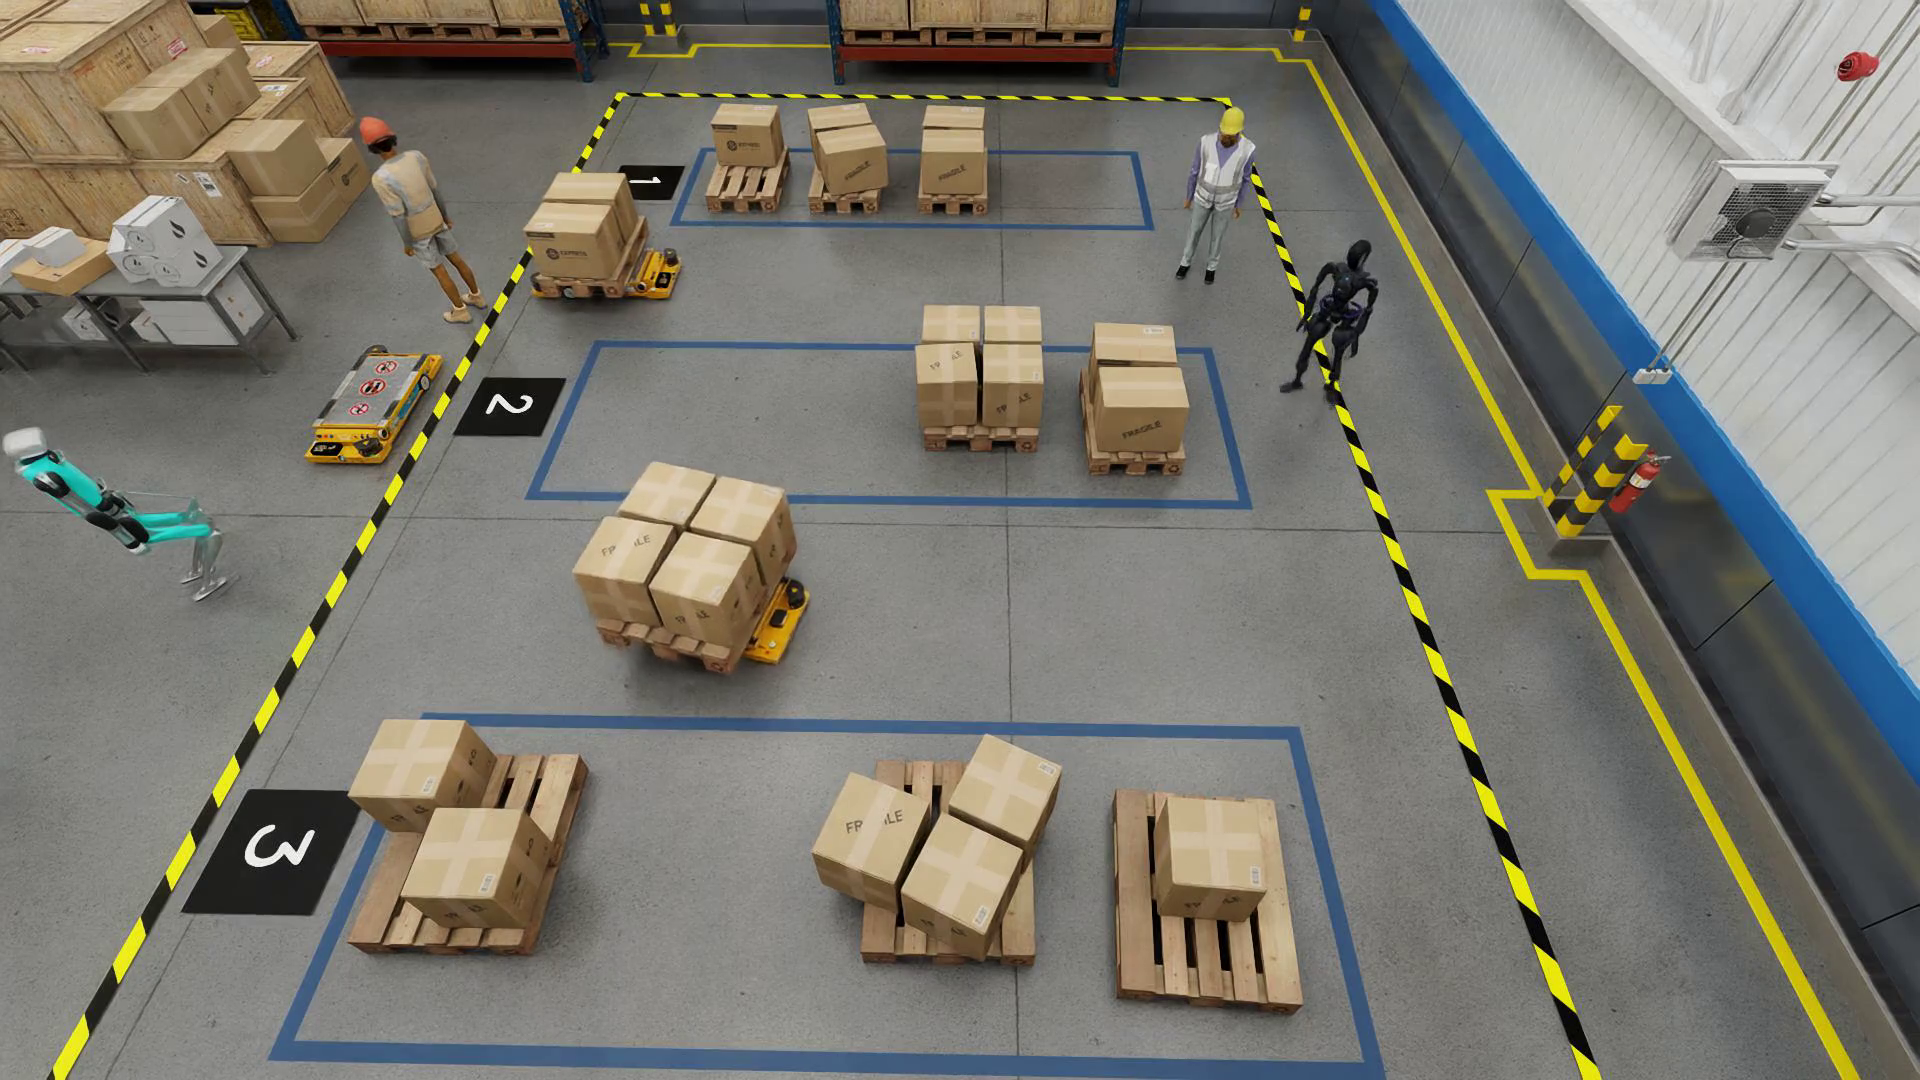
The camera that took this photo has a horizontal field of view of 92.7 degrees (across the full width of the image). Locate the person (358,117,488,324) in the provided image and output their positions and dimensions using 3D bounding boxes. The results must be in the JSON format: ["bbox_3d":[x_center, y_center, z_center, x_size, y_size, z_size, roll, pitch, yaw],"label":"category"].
[{"bbox_3d":[-5.140,-3.004,8.752,0.390,2.034,0.613,14,51,12],"label":"person"}]

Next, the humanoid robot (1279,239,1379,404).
[{"bbox_3d":[3.289,-1.918,8.062,0.589,1.643,0.369,29,55,22],"label":"humanoid robot"}]

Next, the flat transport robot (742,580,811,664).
[{"bbox_3d":[-1.930,0.466,6.955,1.431,0.197,0.652,13,51,10],"label":"flat transport robot"}]

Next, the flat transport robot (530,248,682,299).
[{"bbox_3d":[-3.763,-2.855,9.765,1.431,0.197,0.652,1,50,1],"label":"flat transport robot"}]

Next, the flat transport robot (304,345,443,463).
[{"bbox_3d":[-5.383,-1.269,8.441,0.659,0.231,1.431,1,50,1],"label":"flat transport robot"}]

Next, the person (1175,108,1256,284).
[{"bbox_3d":[2.576,-3.453,9.265,0.601,1.827,0.404,15,51,12],"label":"person"}]

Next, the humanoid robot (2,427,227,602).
[{"bbox_3d":[-5.792,-0.237,6.517,0.735,1.677,0.533,-37,59,-27],"label":"humanoid robot"}]
